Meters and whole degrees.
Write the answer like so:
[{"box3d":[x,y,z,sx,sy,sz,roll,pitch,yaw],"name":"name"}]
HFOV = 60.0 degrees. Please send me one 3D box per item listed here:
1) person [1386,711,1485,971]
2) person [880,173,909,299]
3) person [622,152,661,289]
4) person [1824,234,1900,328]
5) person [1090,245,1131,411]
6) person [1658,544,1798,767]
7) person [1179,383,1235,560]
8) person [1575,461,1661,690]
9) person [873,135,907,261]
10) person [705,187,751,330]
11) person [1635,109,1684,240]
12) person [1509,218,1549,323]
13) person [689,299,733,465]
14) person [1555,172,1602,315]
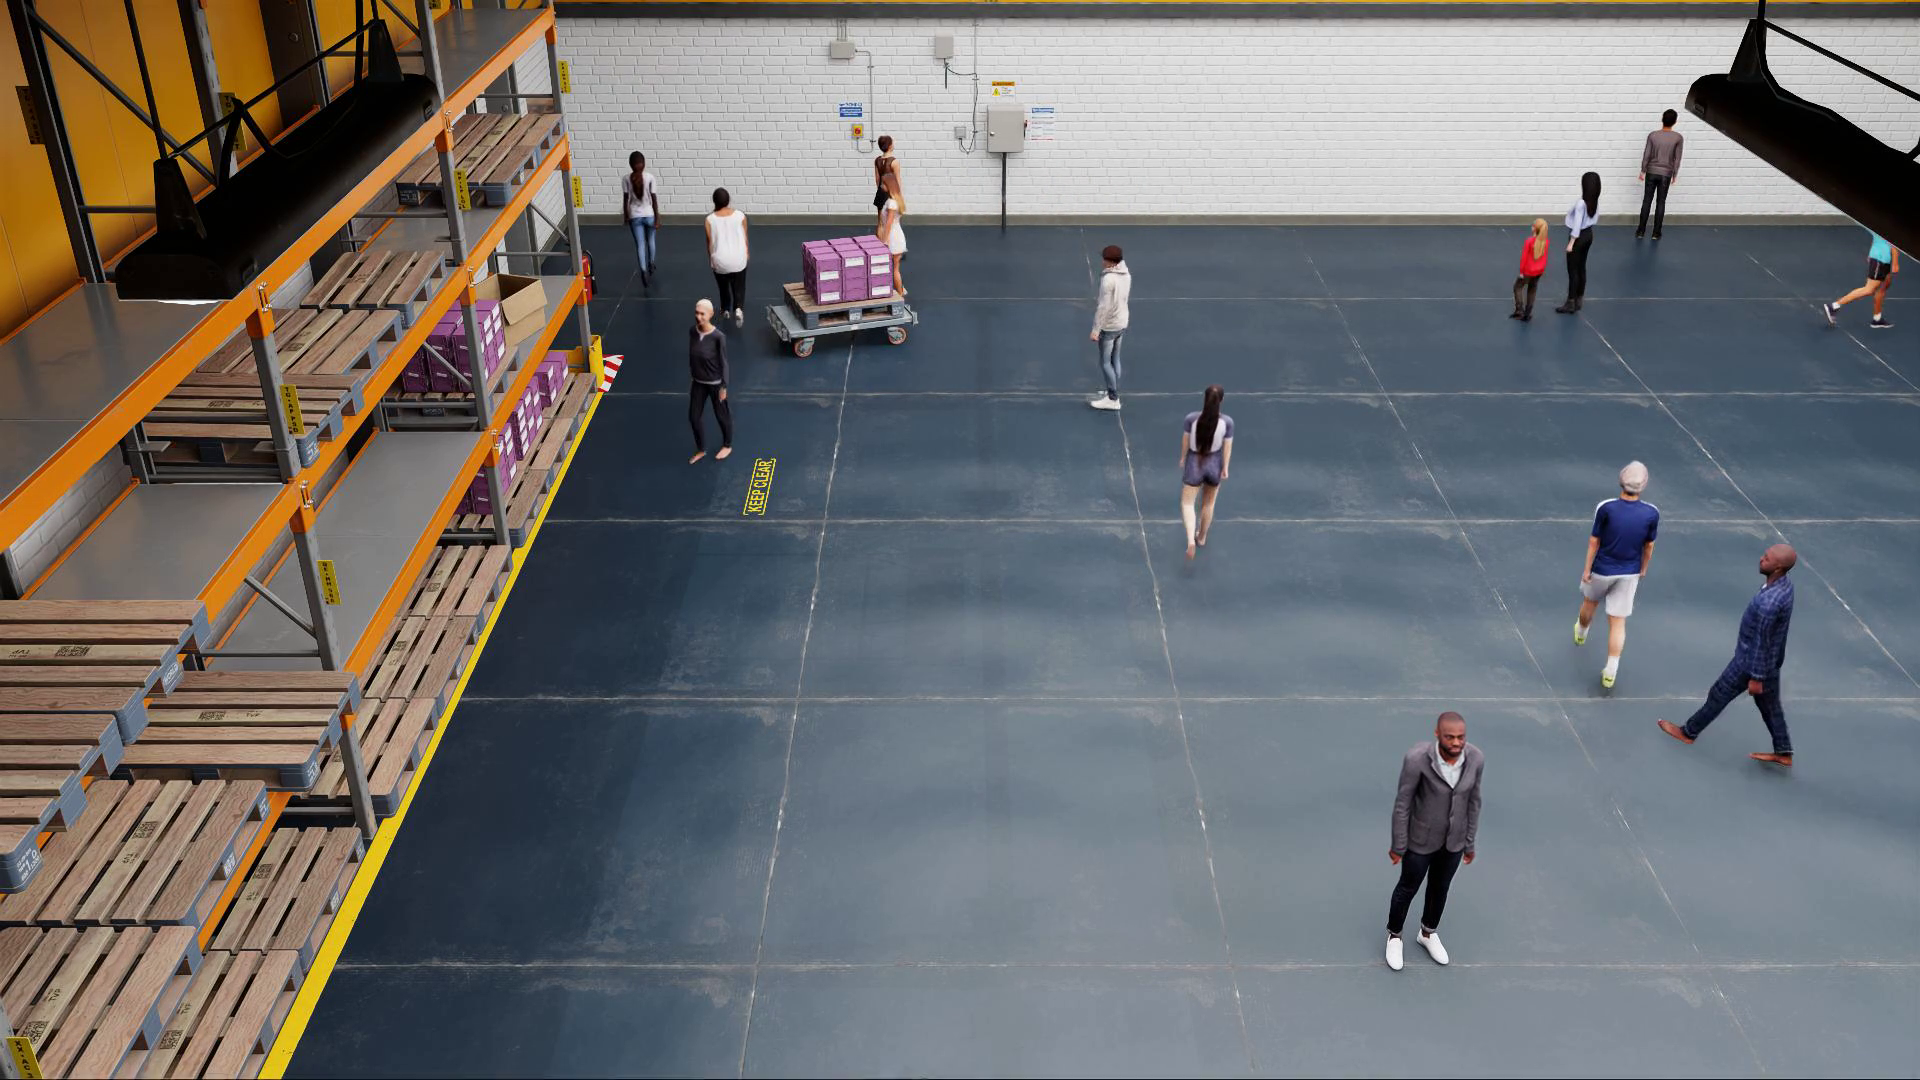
[{"box3d":[2.898,1.818,10.206,0.743,1.818,0.637,-4,29,-7],"name":"person"},{"box3d":[-0.733,-3.666,20.402,0.624,1.682,0.516,2,29,3],"name":"person"},{"box3d":[-4.025,-4.015,21.044,0.754,1.680,1.176,-6,29,-10],"name":"person"},{"box3d":[10.826,-3.330,19.714,0.834,1.750,1.080,5,29,9],"name":"person"},{"box3d":[1.610,-2.282,17.705,0.882,1.835,0.767,25,37,38],"name":"person"},{"box3d":[5.832,0.874,11.988,1.177,1.769,1.217,19,34,30],"name":"person"},{"box3d":[2.169,-0.591,14.818,0.652,1.632,0.885,3,29,6],"name":"person"},{"box3d":[5.143,0.300,13.019,0.850,1.789,1.260,7,29,12],"name":"person"},{"box3d":[-0.949,-4.535,22.012,0.679,1.667,0.722,19,34,31],"name":"person"},{"box3d":[-2.757,-3.354,19.855,0.688,1.658,1.022,-2,29,-4],"name":"person"},{"box3d":[9.564,-5.009,22.773,0.714,1.768,0.684,8,30,15],"name":"person"},{"box3d":[6.918,-3.233,20.033,0.542,1.275,0.560,-7,29,-13],"name":"person"},{"box3d":[-2.452,-1.627,16.638,0.820,1.707,0.884,13,31,23],"name":"person"},{"box3d":[7.553,-3.624,20.260,0.724,1.743,0.781,-25,37,-38],"name":"person"}]
